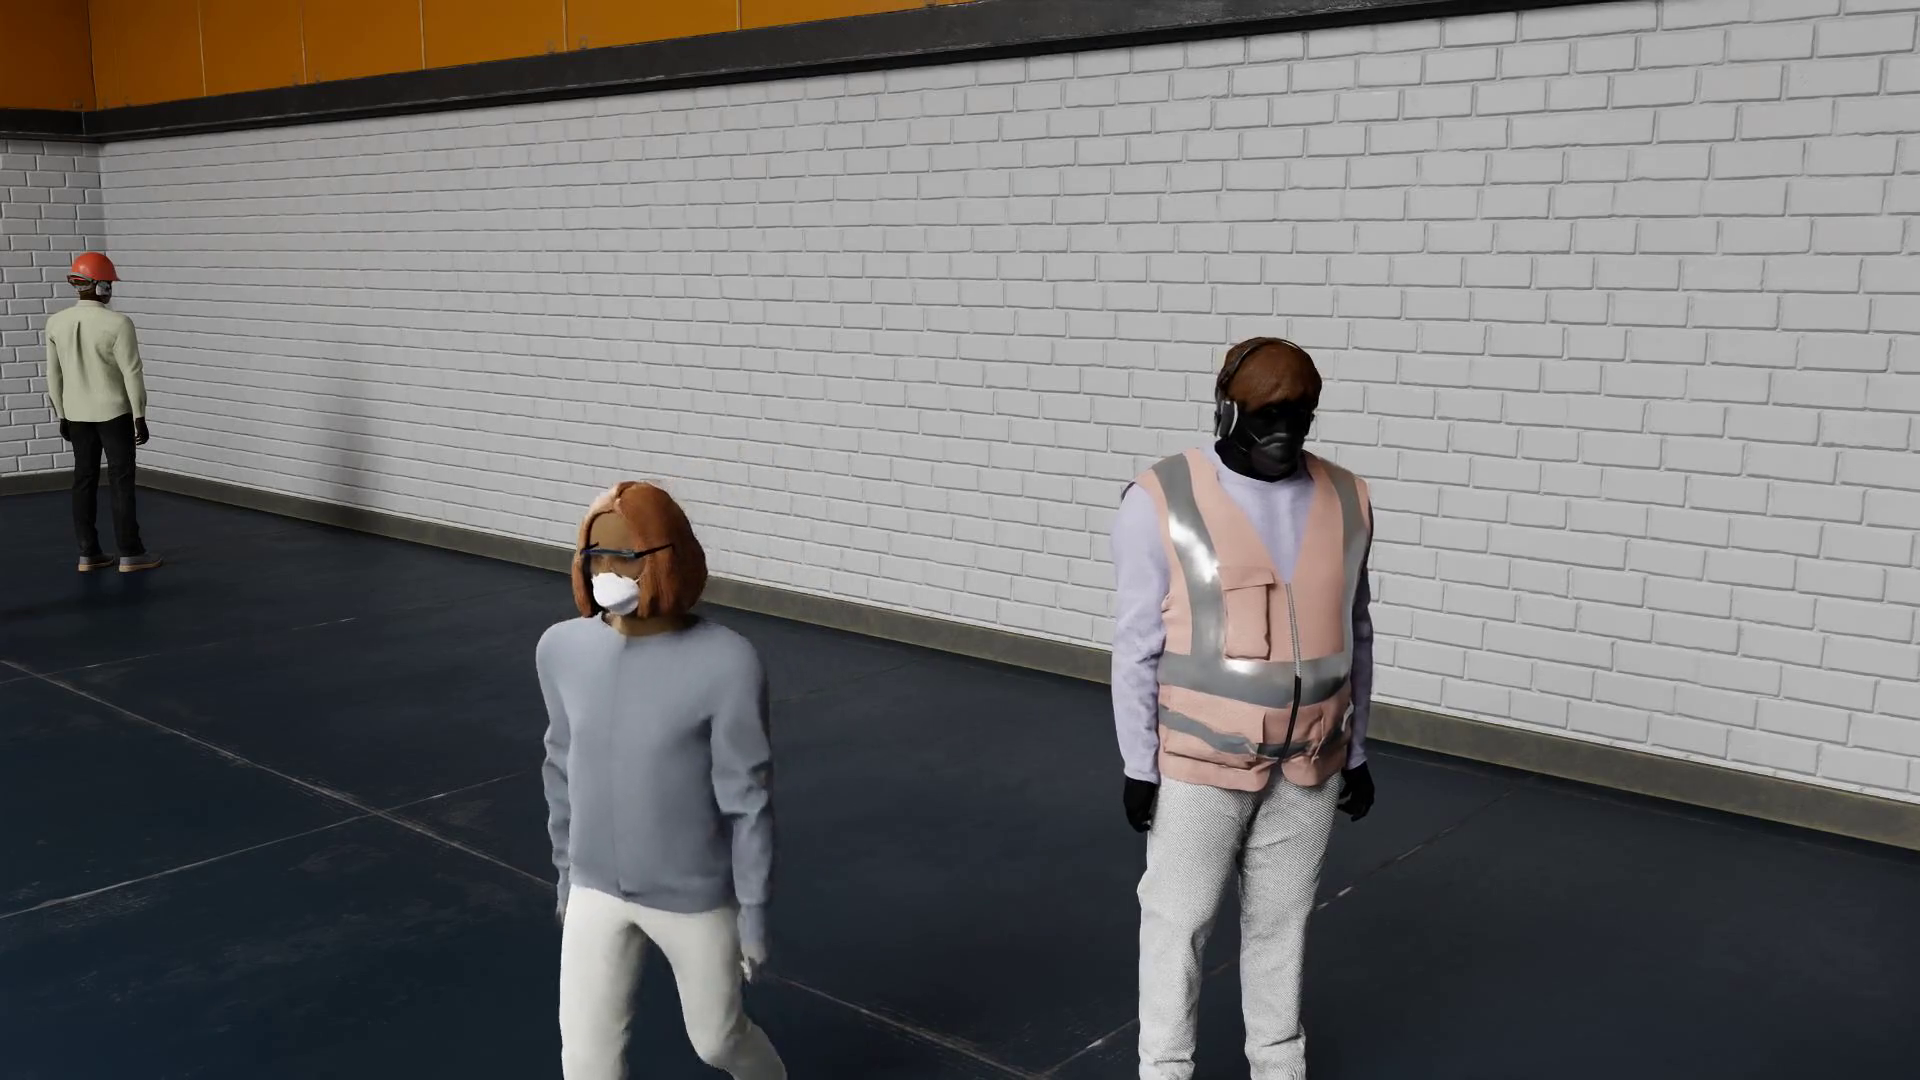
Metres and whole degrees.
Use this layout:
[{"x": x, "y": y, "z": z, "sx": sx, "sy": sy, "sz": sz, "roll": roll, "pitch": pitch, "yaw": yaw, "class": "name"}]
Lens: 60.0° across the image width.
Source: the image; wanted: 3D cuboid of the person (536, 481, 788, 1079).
[{"x": -0.562, "y": 0.664, "z": 3.250, "sx": 0.507, "sy": 1.605, "sz": 0.795, "roll": 3, "pitch": 10, "yaw": 18, "class": "person"}]

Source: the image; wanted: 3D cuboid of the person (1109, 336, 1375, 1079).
[{"x": 0.635, "y": 0.478, "z": 3.648, "sx": 0.621, "sy": 1.838, "sz": 0.429, "roll": -3, "pitch": 10, "yaw": -17, "class": "person"}]

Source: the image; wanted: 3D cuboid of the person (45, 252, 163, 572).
[{"x": -5.374, "y": -0.794, "z": 10.432, "sx": 0.622, "sy": 1.992, "sz": 0.396, "roll": 2, "pitch": 10, "yaw": 9, "class": "person"}]
